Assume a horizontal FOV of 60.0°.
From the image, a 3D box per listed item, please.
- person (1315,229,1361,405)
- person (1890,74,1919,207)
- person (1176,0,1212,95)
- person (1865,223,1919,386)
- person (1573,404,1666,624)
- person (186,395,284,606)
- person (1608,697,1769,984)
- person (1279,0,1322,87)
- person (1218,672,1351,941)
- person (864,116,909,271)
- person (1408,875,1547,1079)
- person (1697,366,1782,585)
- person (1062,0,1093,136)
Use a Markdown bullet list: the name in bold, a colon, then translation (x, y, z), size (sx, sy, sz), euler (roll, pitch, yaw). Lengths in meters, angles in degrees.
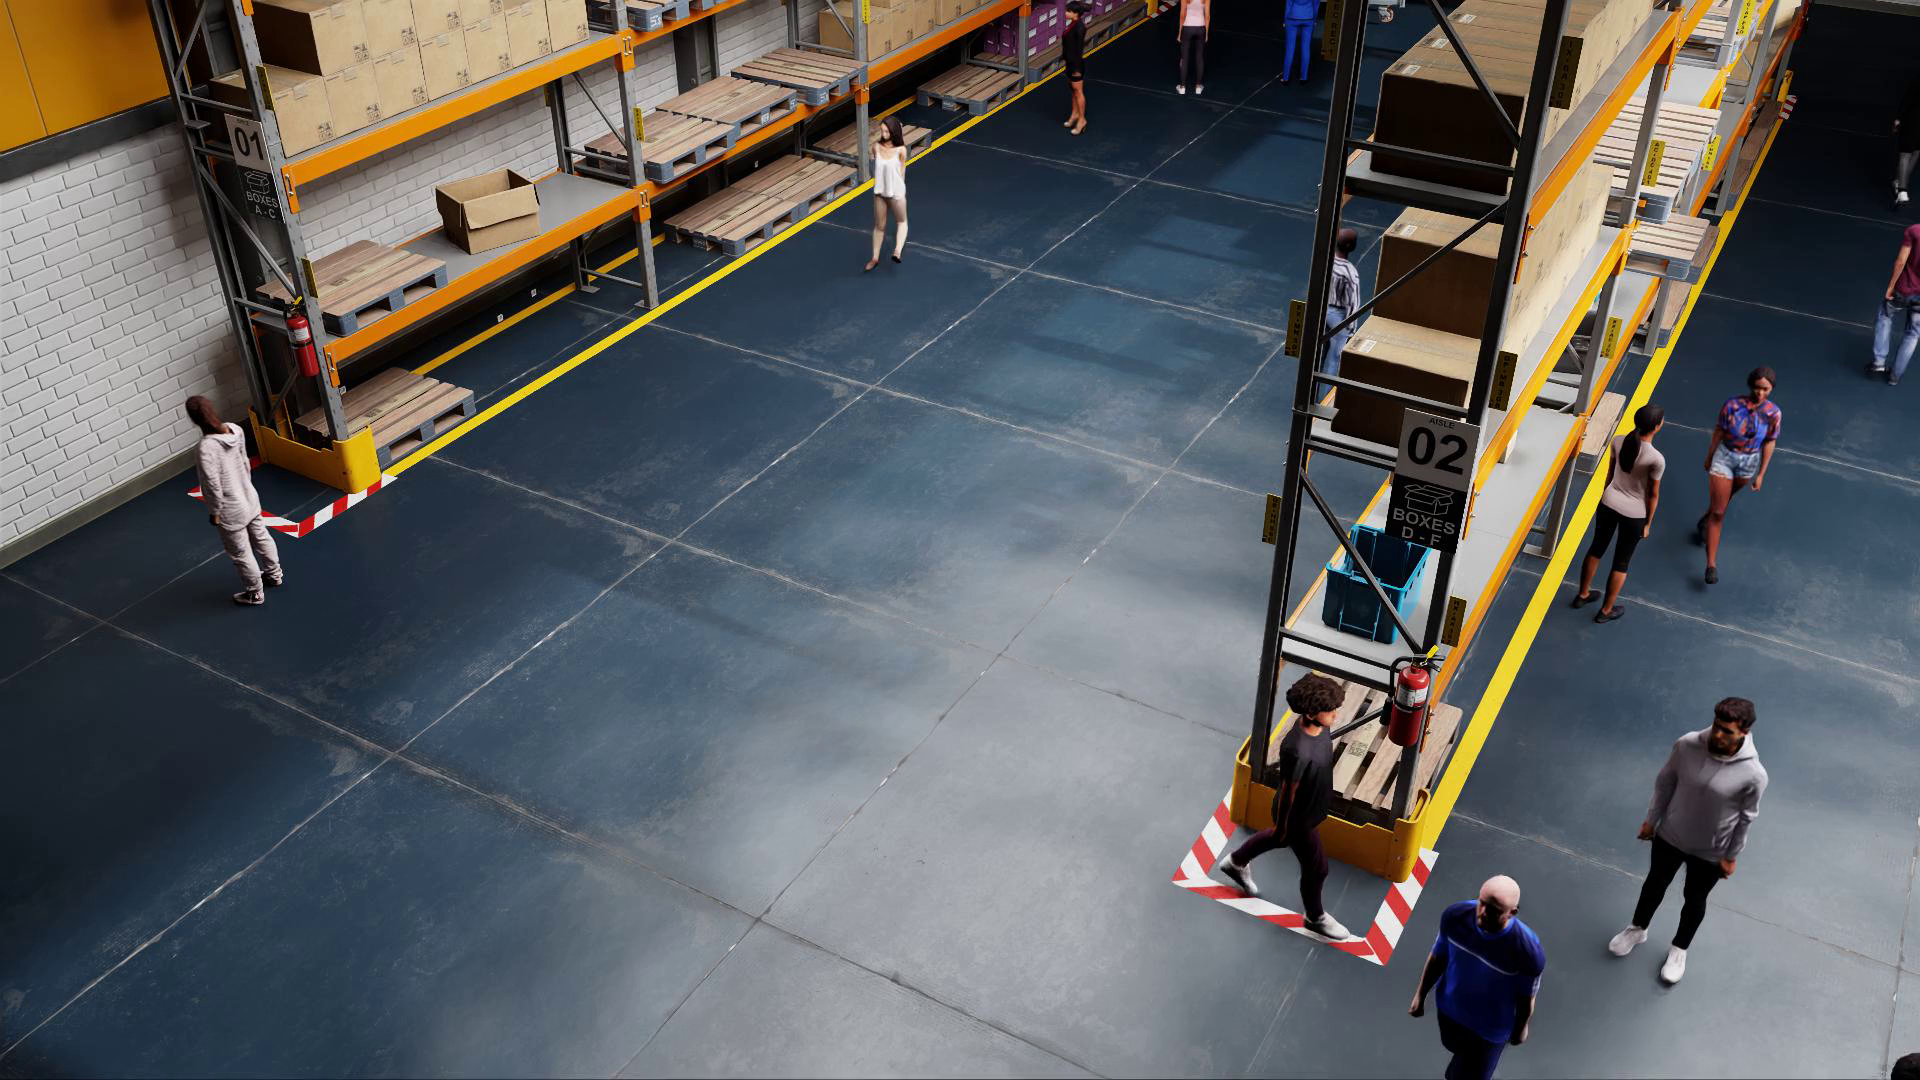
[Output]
- **person**: translation (3.273, -1.890, 14.585), size (0.686, 1.795, 0.706), euler (-21, 39, -28)
- **person**: translation (10.811, -4.610, 18.737), size (0.857, 1.727, 1.216), euler (8, 34, 12)
- **person**: translation (3.091, -6.738, 22.008), size (0.645, 1.651, 0.655), euler (0, 34, 0)
- **person**: translation (8.686, -2.252, 15.091), size (0.710, 1.838, 0.688), euler (13, 36, 18)
- **person**: translation (4.809, -0.204, 12.094), size (0.657, 1.745, 0.664), euler (-22, 40, -30)
- **person**: translation (-5.367, -0.303, 12.293), size (0.760, 1.688, 0.603), euler (8, 34, 11)
- **person**: translation (4.064, 1.620, 9.183), size (0.726, 1.929, 0.649), euler (26, 41, 33)
- **person**: translation (4.566, -6.953, 22.286), size (0.706, 1.701, 0.726), euler (-1, 34, -2)
- **person**: translation (1.883, 1.480, 9.548), size (0.722, 1.757, 1.020), euler (16, 37, 22)
- **person**: translation (-0.783, -3.546, 17.210), size (0.722, 1.647, 0.609), euler (18, 37, 24)
- **person**: translation (2.604, 2.311, 8.263), size (1.180, 1.796, 0.896), euler (-27, 42, -34)
- **person**: translation (5.909, -0.582, 12.720), size (0.831, 1.680, 1.262), euler (8, 35, 12)
- **person**: translation (1.439, -5.911, 20.779), size (0.744, 1.635, 0.682), euler (-7, 34, -10)
